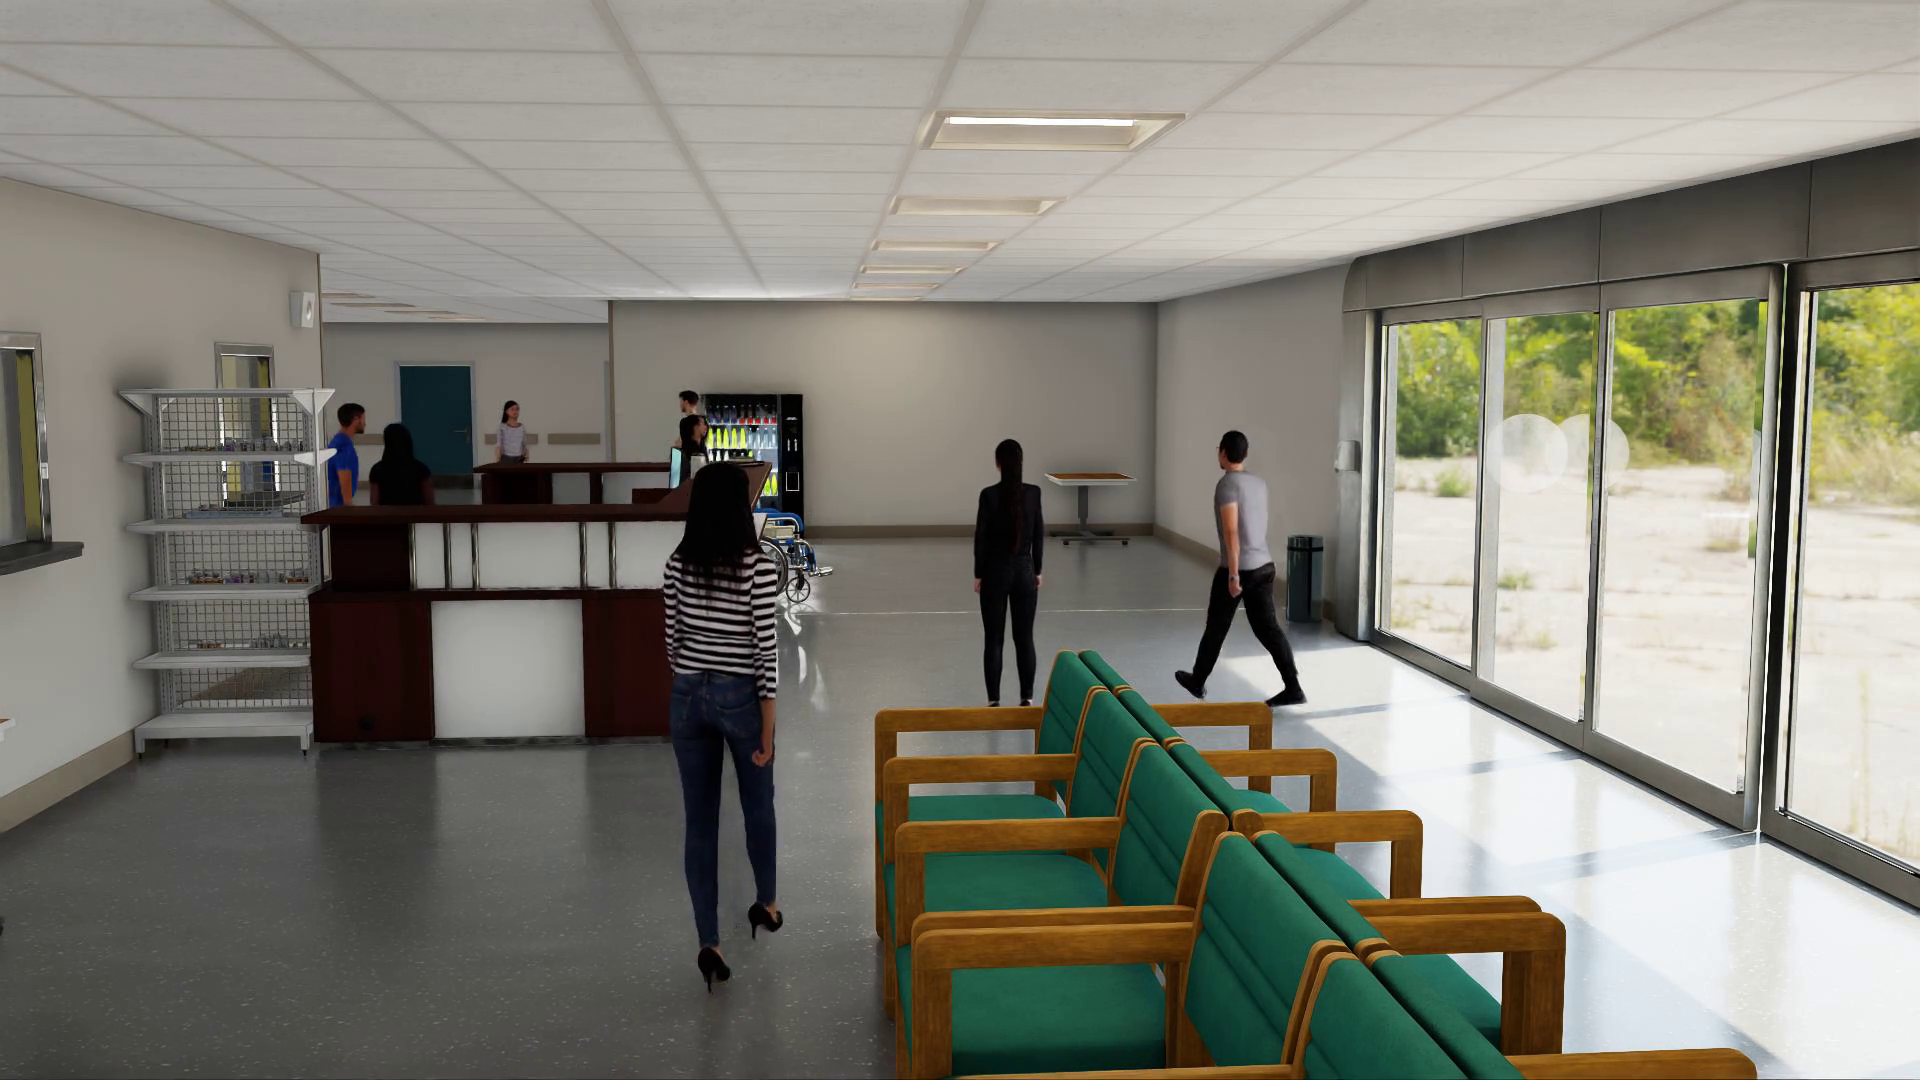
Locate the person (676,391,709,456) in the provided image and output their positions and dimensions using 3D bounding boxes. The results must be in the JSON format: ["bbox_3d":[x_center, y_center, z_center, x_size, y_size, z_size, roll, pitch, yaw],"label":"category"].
[{"bbox_3d":[-3.062,-0.813,19.819,1.293,1.834,0.847,0,6,5],"label":"person"}]

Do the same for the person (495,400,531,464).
[{"bbox_3d":[-5.967,-0.980,22.013,0.790,1.727,0.853,-5,7,-39],"label":"person"}]

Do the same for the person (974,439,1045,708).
[{"bbox_3d":[0.296,0.251,9.845,0.474,1.713,0.663,-1,6,-14],"label":"person"}]

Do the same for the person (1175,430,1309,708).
[{"bbox_3d":[1.820,0.219,10.235,1.212,1.699,1.182,5,7,39],"label":"person"}]

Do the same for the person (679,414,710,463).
[{"bbox_3d":[-2.650,-0.361,16.075,0.661,1.684,0.653,-2,6,-17],"label":"person"}]

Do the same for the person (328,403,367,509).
[{"bbox_3d":[-5.256,-0.211,13.865,0.959,1.828,0.738,-1,6,-6],"label":"person"}]

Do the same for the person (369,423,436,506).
[{"bbox_3d":[-4.103,0.010,12.268,0.710,1.706,0.782,-2,6,-22],"label":"person"}]

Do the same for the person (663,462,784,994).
[{"bbox_3d":[-0.851,0.645,5.631,0.899,1.771,0.786,1,6,11],"label":"person"}]
